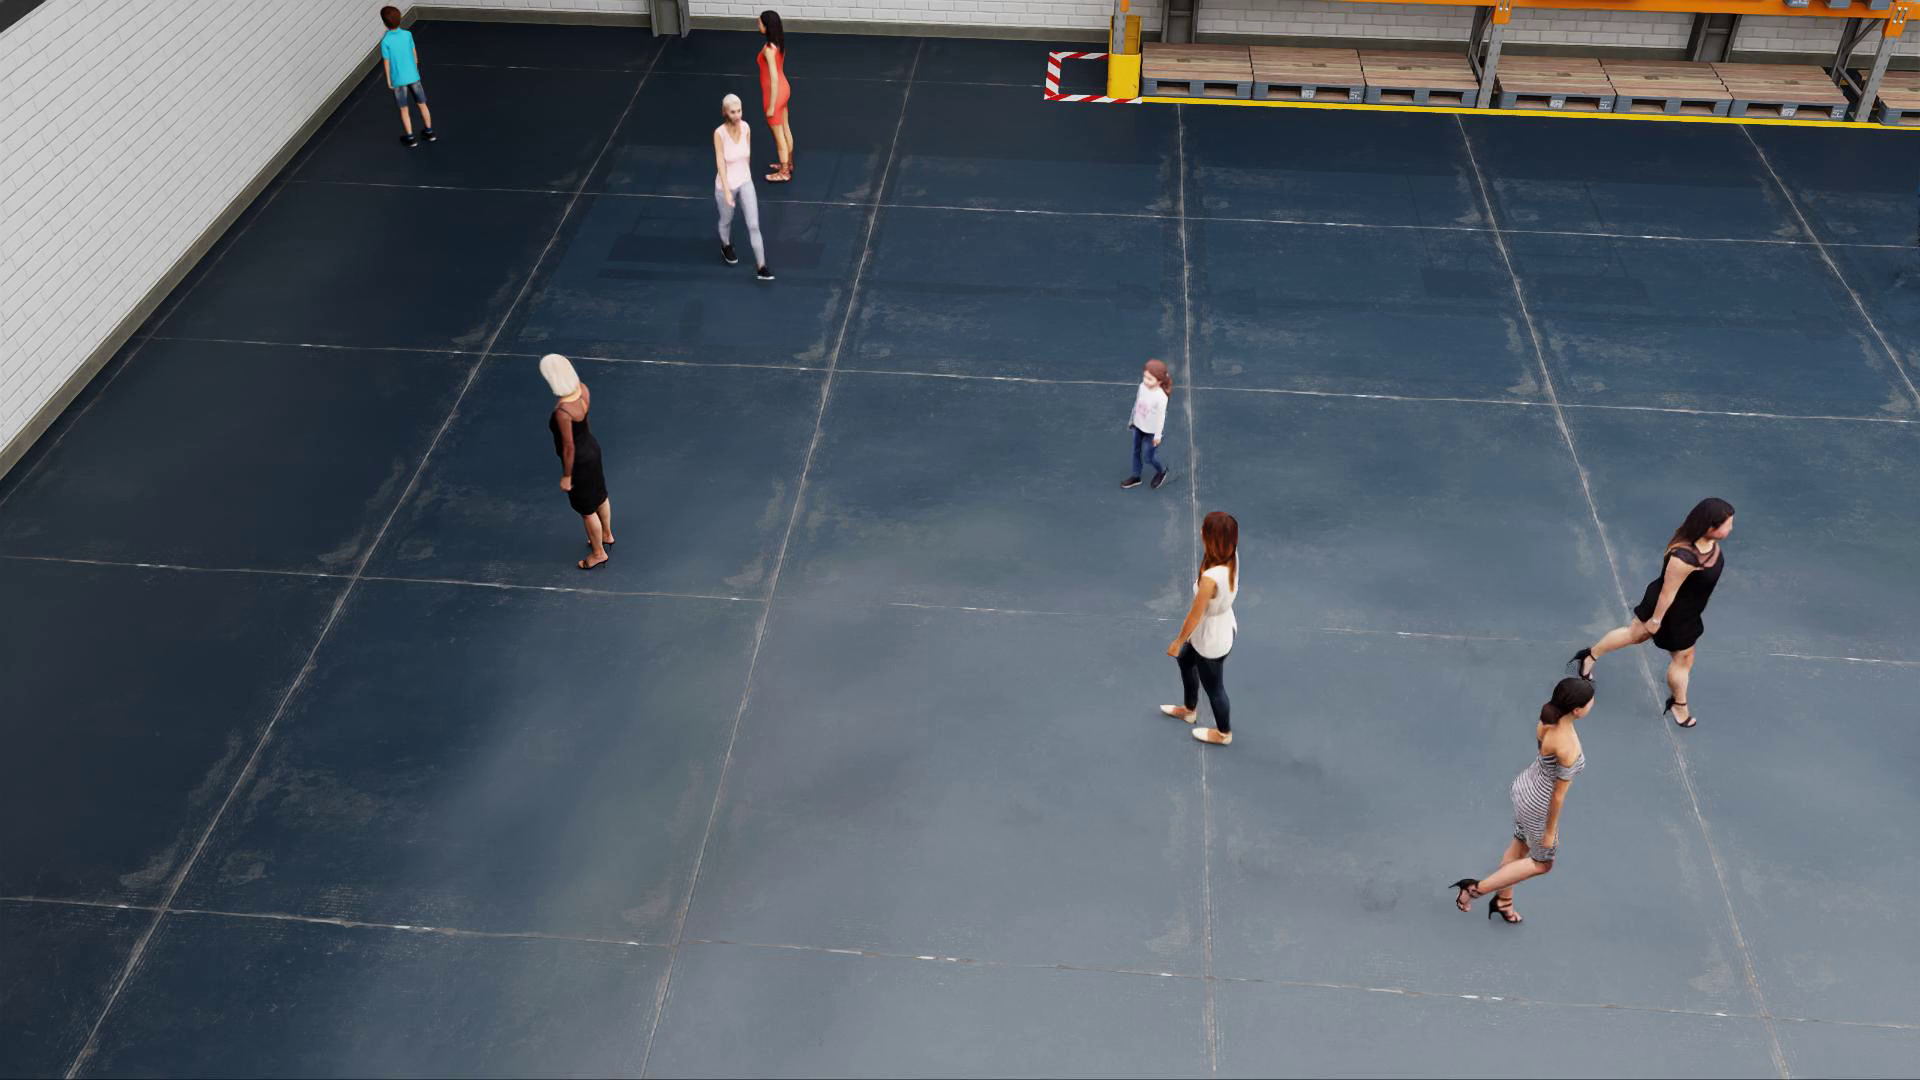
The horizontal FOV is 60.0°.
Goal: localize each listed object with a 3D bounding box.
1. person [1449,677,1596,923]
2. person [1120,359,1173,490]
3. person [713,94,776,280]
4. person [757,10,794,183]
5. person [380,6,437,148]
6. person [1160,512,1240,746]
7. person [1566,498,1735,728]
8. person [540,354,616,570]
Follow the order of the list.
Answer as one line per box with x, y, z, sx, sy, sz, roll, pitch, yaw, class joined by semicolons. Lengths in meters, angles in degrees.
3.021;1.439;8.996;0.705;1.812;0.595;5;39;6;person
1.433;-0.875;12.458;0.659;1.107;0.589;-20;43;-23;person
-2.065;-3.183;14.892;1.099;1.677;1.040;-21;43;-24;person
-1.803;-4.356;16.327;0.508;1.719;0.596;5;39;6;person
-5.693;-4.767;17.057;0.597;1.450;0.654;-30;48;-32;person
1.624;0.604;10.079;0.811;1.766;0.728;13;40;16;person
4.341;0.405;10.402;1.184;1.672;0.939;19;42;22;person
-2.626;-0.547;11.538;0.536;1.742;0.612;7;39;9;person
